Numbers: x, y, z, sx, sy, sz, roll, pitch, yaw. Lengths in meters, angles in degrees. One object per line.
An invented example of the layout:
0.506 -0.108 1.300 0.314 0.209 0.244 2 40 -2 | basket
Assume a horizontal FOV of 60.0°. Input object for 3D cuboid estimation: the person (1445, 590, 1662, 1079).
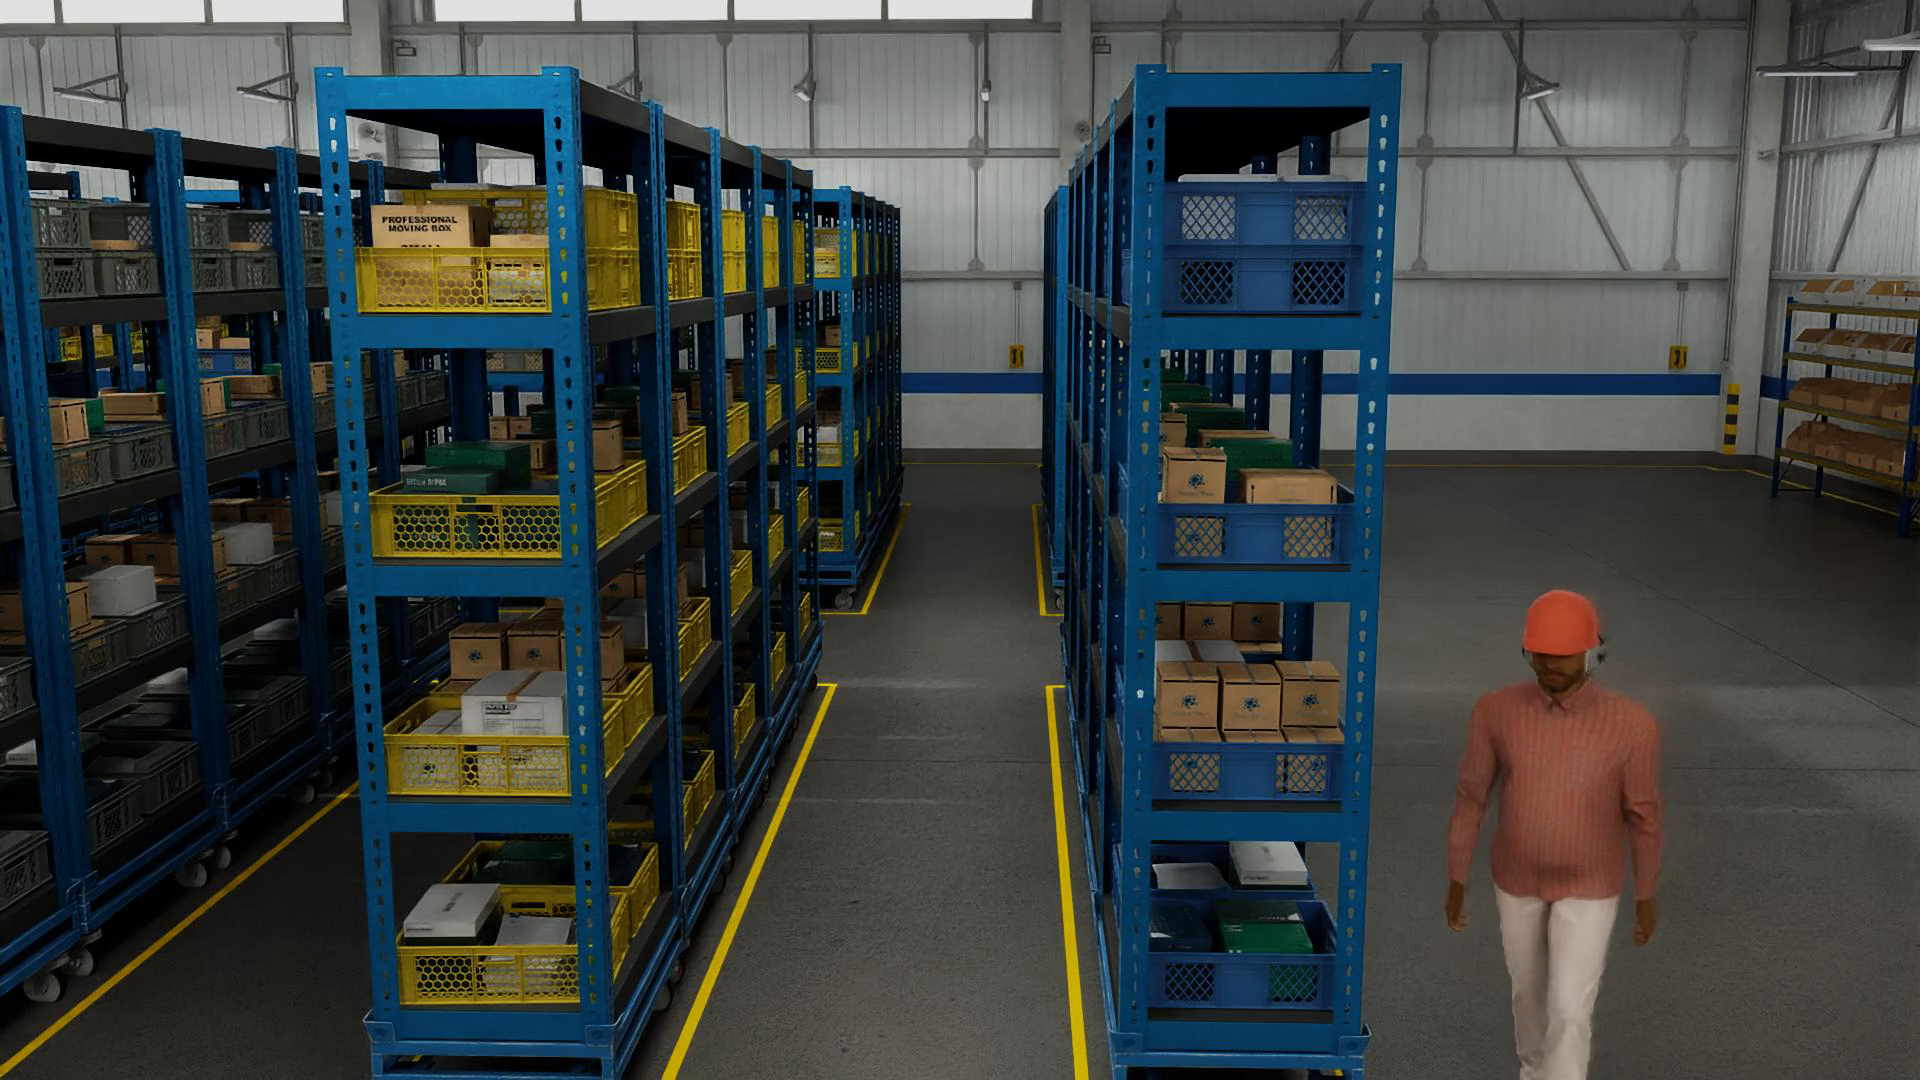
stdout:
1.881 1.144 5.395 0.656 1.959 0.916 6 11 32 | person
